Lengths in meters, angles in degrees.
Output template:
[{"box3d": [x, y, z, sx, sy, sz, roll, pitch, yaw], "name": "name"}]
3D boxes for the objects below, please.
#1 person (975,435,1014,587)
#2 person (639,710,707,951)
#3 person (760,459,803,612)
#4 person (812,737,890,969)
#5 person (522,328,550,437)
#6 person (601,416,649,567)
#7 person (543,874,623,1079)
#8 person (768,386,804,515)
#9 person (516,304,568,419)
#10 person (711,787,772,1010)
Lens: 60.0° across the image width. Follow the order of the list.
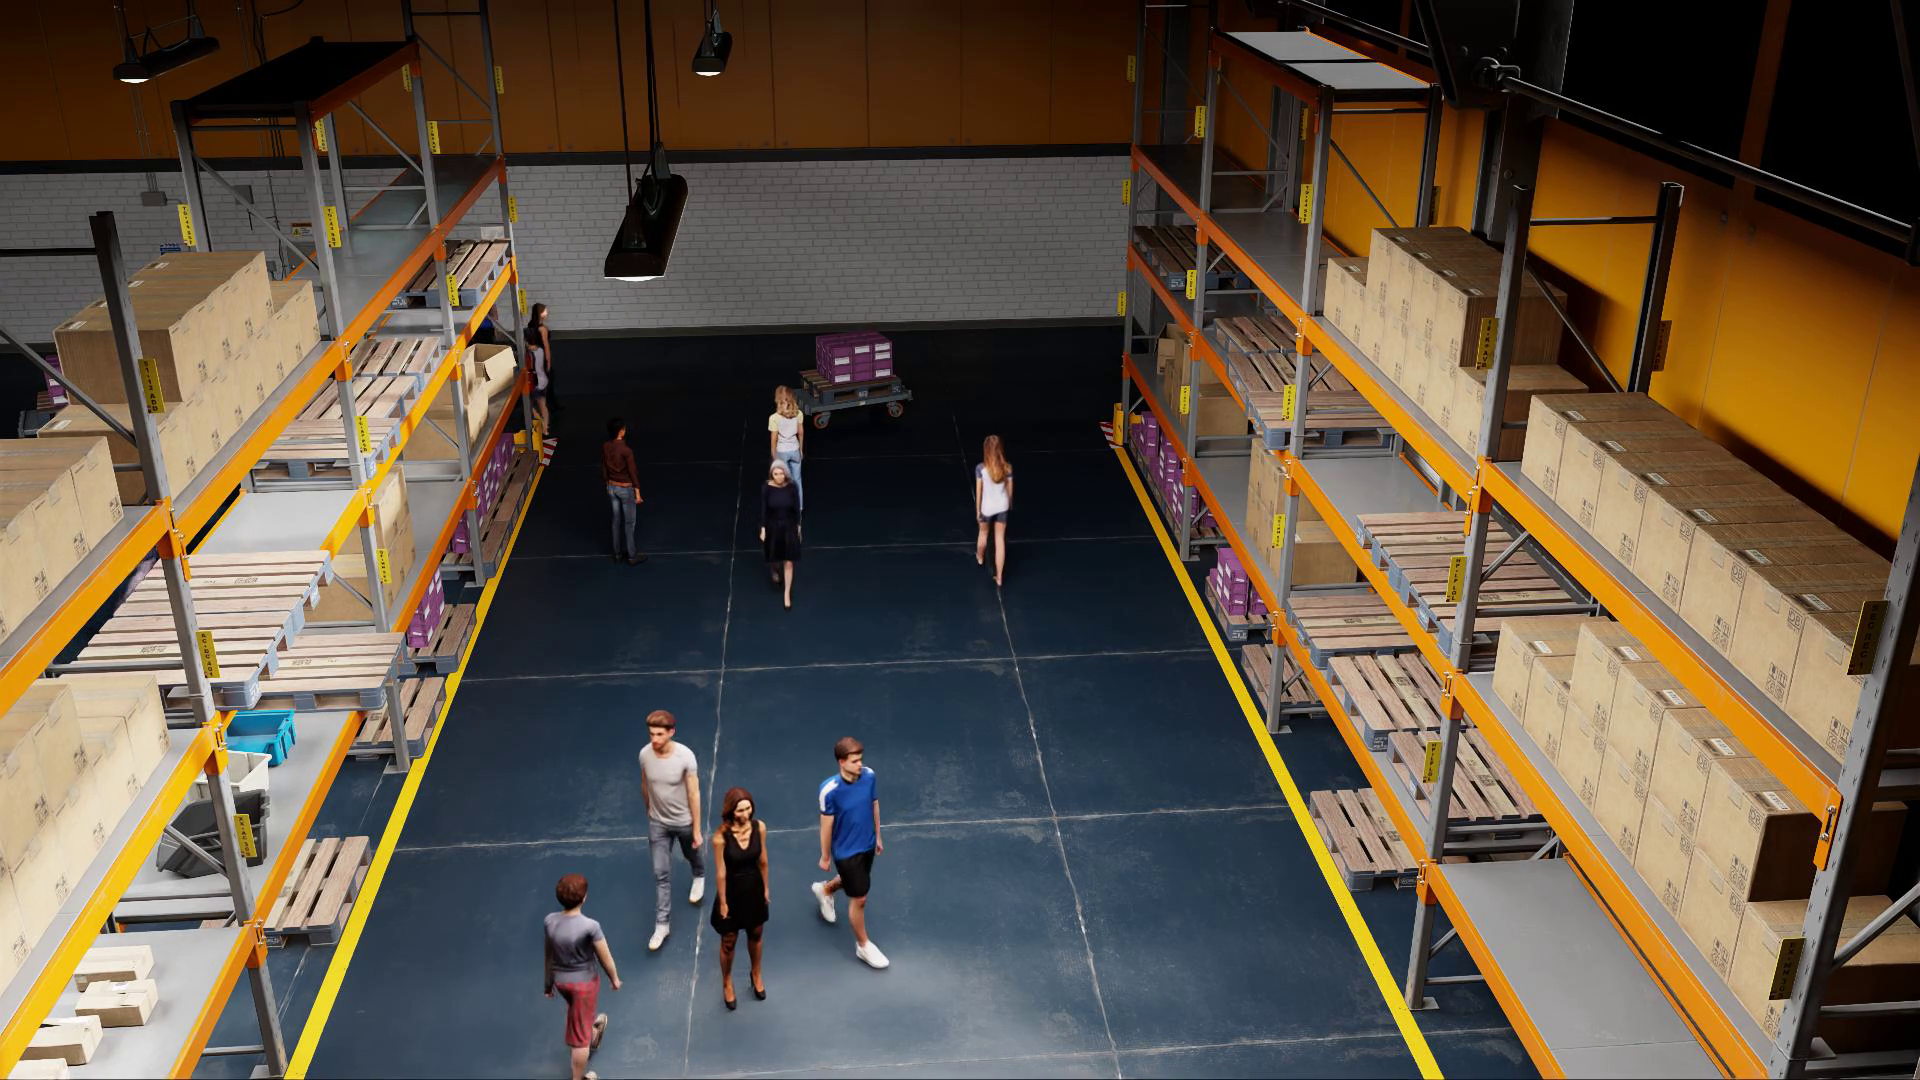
[{"box3d": [0.399, -0.289, 18.581, 0.643, 1.675, 1.019, -4, 24, -8], "name": "person"}, {"box3d": [-2.167, 2.119, 12.853, 0.889, 1.850, 1.269, 4, 24, 10], "name": "person"}, {"box3d": [-1.941, -0.098, 18.069, 0.652, 1.735, 0.845, -6, 24, -13], "name": "person"}, {"box3d": [-0.864, 2.264, 12.533, 1.244, 1.842, 1.132, 21, 31, 40], "name": "person"}, {"box3d": [-5.820, -2.167, 23.029, 0.770, 1.552, 0.696, 12, 26, 25], "name": "person"}, {"box3d": [-3.884, -0.563, 19.076, 0.718, 1.780, 0.726, 13, 27, 26], "name": "person"}, {"box3d": [-2.592, 3.018, 11.078, 0.843, 1.625, 1.073, 6, 24, 14], "name": "person"}, {"box3d": [-2.090, -1.040, 20.241, 0.756, 1.722, 0.785, -15, 28, -30], "name": "person"}, {"box3d": [-6.025, -2.519, 23.693, 1.041, 1.666, 1.049, -20, 31, -39], "name": "person"}, {"box3d": [-1.566, 2.555, 11.880, 0.668, 1.831, 0.672, -14, 27, -28], "name": "person"}]
